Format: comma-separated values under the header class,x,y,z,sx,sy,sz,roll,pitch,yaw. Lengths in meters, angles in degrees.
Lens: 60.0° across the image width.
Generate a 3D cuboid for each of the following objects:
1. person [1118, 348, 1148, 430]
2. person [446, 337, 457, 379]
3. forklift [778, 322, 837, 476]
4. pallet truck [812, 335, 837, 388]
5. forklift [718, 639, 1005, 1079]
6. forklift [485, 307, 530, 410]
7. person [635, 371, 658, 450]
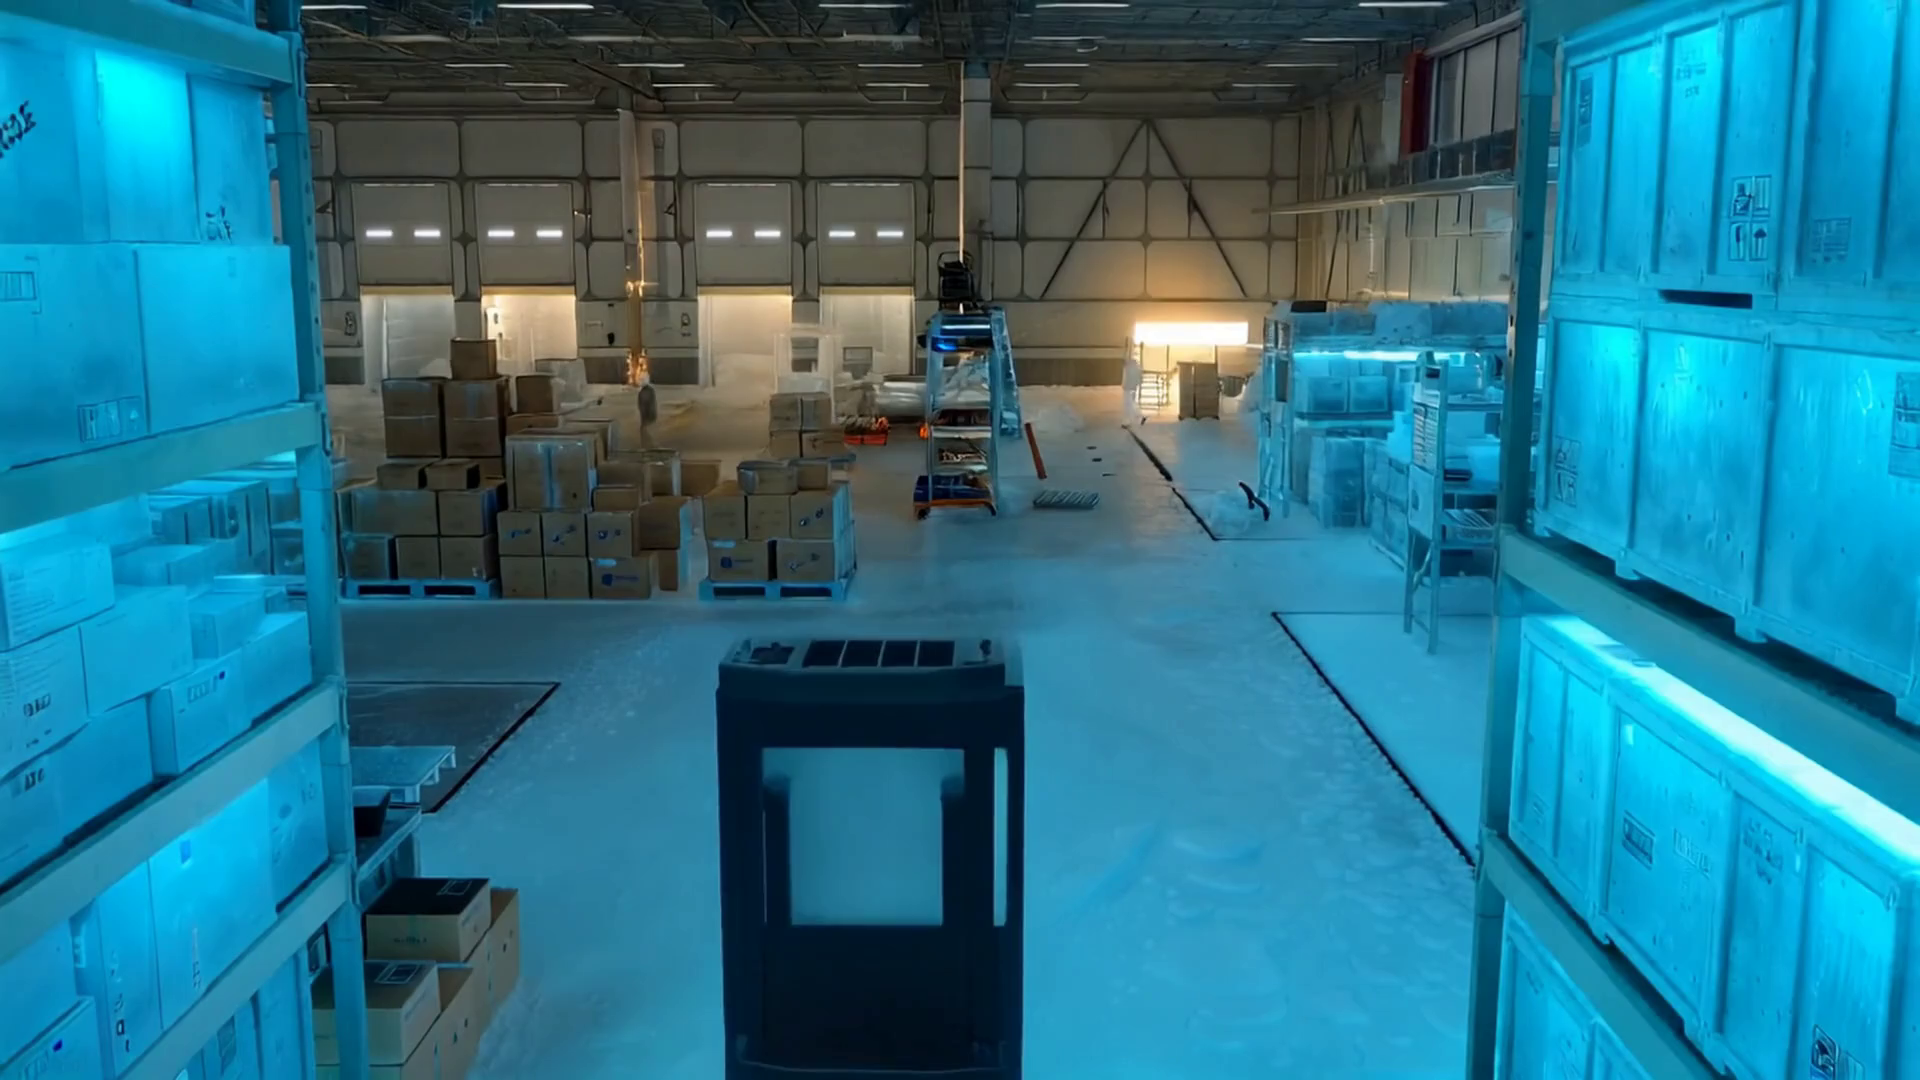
class,x,y,z,sx,sy,sz,roll,pitch,yaw
person,4.024,-3.488,38.589,0.717,1.924,0.639,6,12,33
person,-13.153,-4.308,43.286,0.374,1.934,0.551,-9,13,-43
forklift,-2.909,-2.674,31.130,1.129,2.768,1.873,-1,10,-5
pallet truck,-3.021,-4.312,43.126,1.885,1.965,0.823,3,10,17
forklift,-0.316,1.728,5.731,1.129,2.768,1.873,0,10,1
forklift,-10.754,-4.150,39.646,1.129,2.768,1.873,0,10,1
person,-5.877,-2.206,31.200,0.441,1.926,0.639,1,10,7
